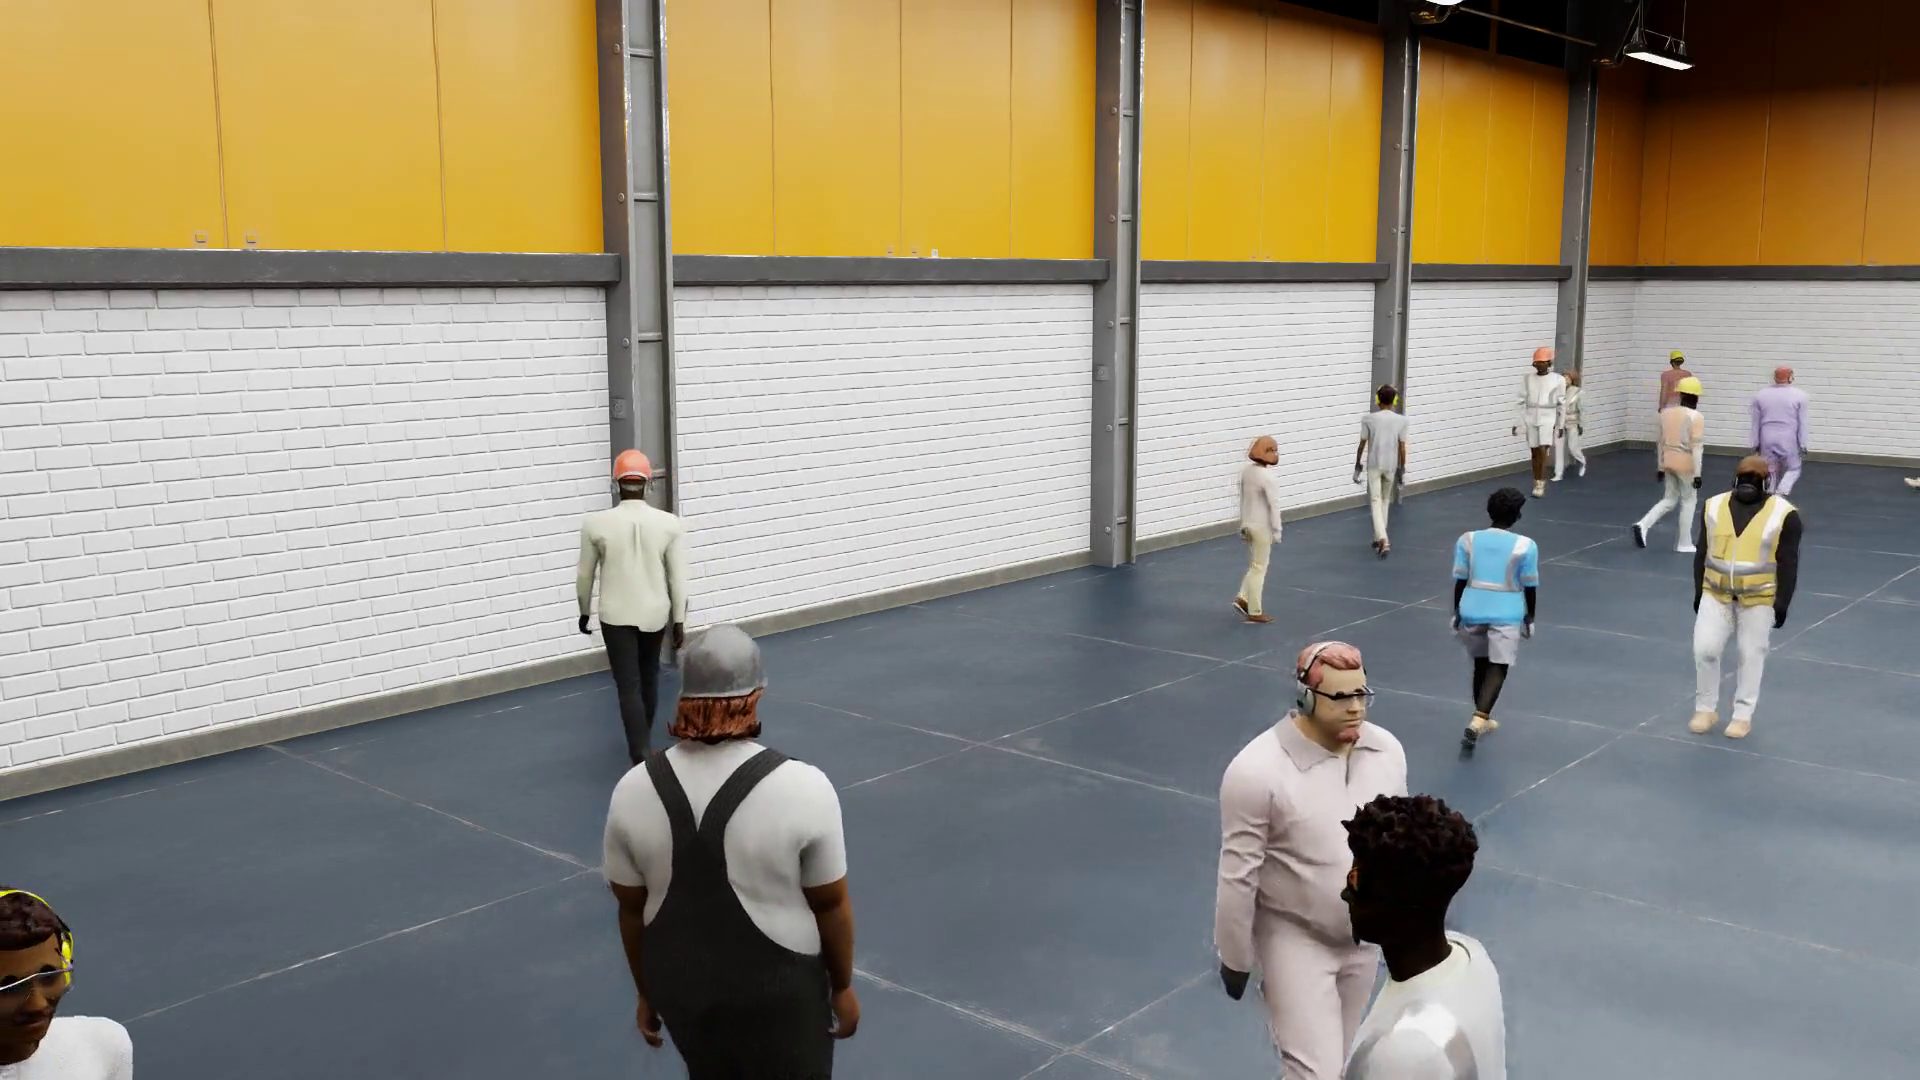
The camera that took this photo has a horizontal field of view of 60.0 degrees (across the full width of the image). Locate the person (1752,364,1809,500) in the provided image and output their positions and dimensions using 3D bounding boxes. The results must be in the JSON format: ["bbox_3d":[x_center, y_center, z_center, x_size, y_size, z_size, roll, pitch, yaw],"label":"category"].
[{"bbox_3d":[10.044,-1.205,20.363,0.428,1.895,0.667,-8,12,-43],"label":"person"}]

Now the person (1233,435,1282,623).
[{"bbox_3d":[2.581,-0.087,14.196,0.340,1.620,0.530,-3,10,-20],"label":"person"}]

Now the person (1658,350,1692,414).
[{"bbox_3d":[11.580,-2.191,26.972,0.526,1.769,0.328,-1,9,-6],"label":"person"}]

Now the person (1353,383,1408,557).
[{"bbox_3d":[4.494,-0.750,17.740,0.529,1.837,0.915,0,9,1],"label":"person"}]

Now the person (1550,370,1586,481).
[{"bbox_3d":[8.827,-1.655,24.073,0.552,1.626,0.526,-7,12,-38],"label":"person"}]

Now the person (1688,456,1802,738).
[{"bbox_3d":[5.002,0.375,10.659,0.645,1.827,0.509,8,12,41],"label":"person"}]

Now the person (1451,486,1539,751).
[{"bbox_3d":[3.335,0.492,10.466,0.540,1.665,0.784,7,11,37],"label":"person"}]

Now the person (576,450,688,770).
[{"bbox_3d":[-1.980,0.432,9.952,0.612,1.938,0.995,-4,10,-25],"label":"person"}]

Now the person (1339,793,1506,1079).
[{"bbox_3d":[0.994,1.468,3.394,0.562,1.953,0.612,5,10,28],"label":"person"}]

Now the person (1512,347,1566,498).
[{"bbox_3d":[7.701,-1.560,22.220,0.633,2.012,0.873,6,11,35],"label":"person"}]

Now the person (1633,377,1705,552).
[{"bbox_3d":[7.636,-0.790,17.759,0.706,1.904,0.591,-3,10,-19],"label":"person"}]

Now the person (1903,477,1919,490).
[{"bbox_3d":[13.643,-1.639,22.813,1.073,1.985,0.631,4,10,22],"label":"person"}]

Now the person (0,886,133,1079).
[{"bbox_3d":[-1.822,1.551,3.199,0.477,1.857,0.549,7,11,37],"label":"person"}]

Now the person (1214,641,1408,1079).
[{"bbox_3d":[1.131,1.236,5.083,0.647,1.889,0.521,-5,11,-31],"label":"person"}]
